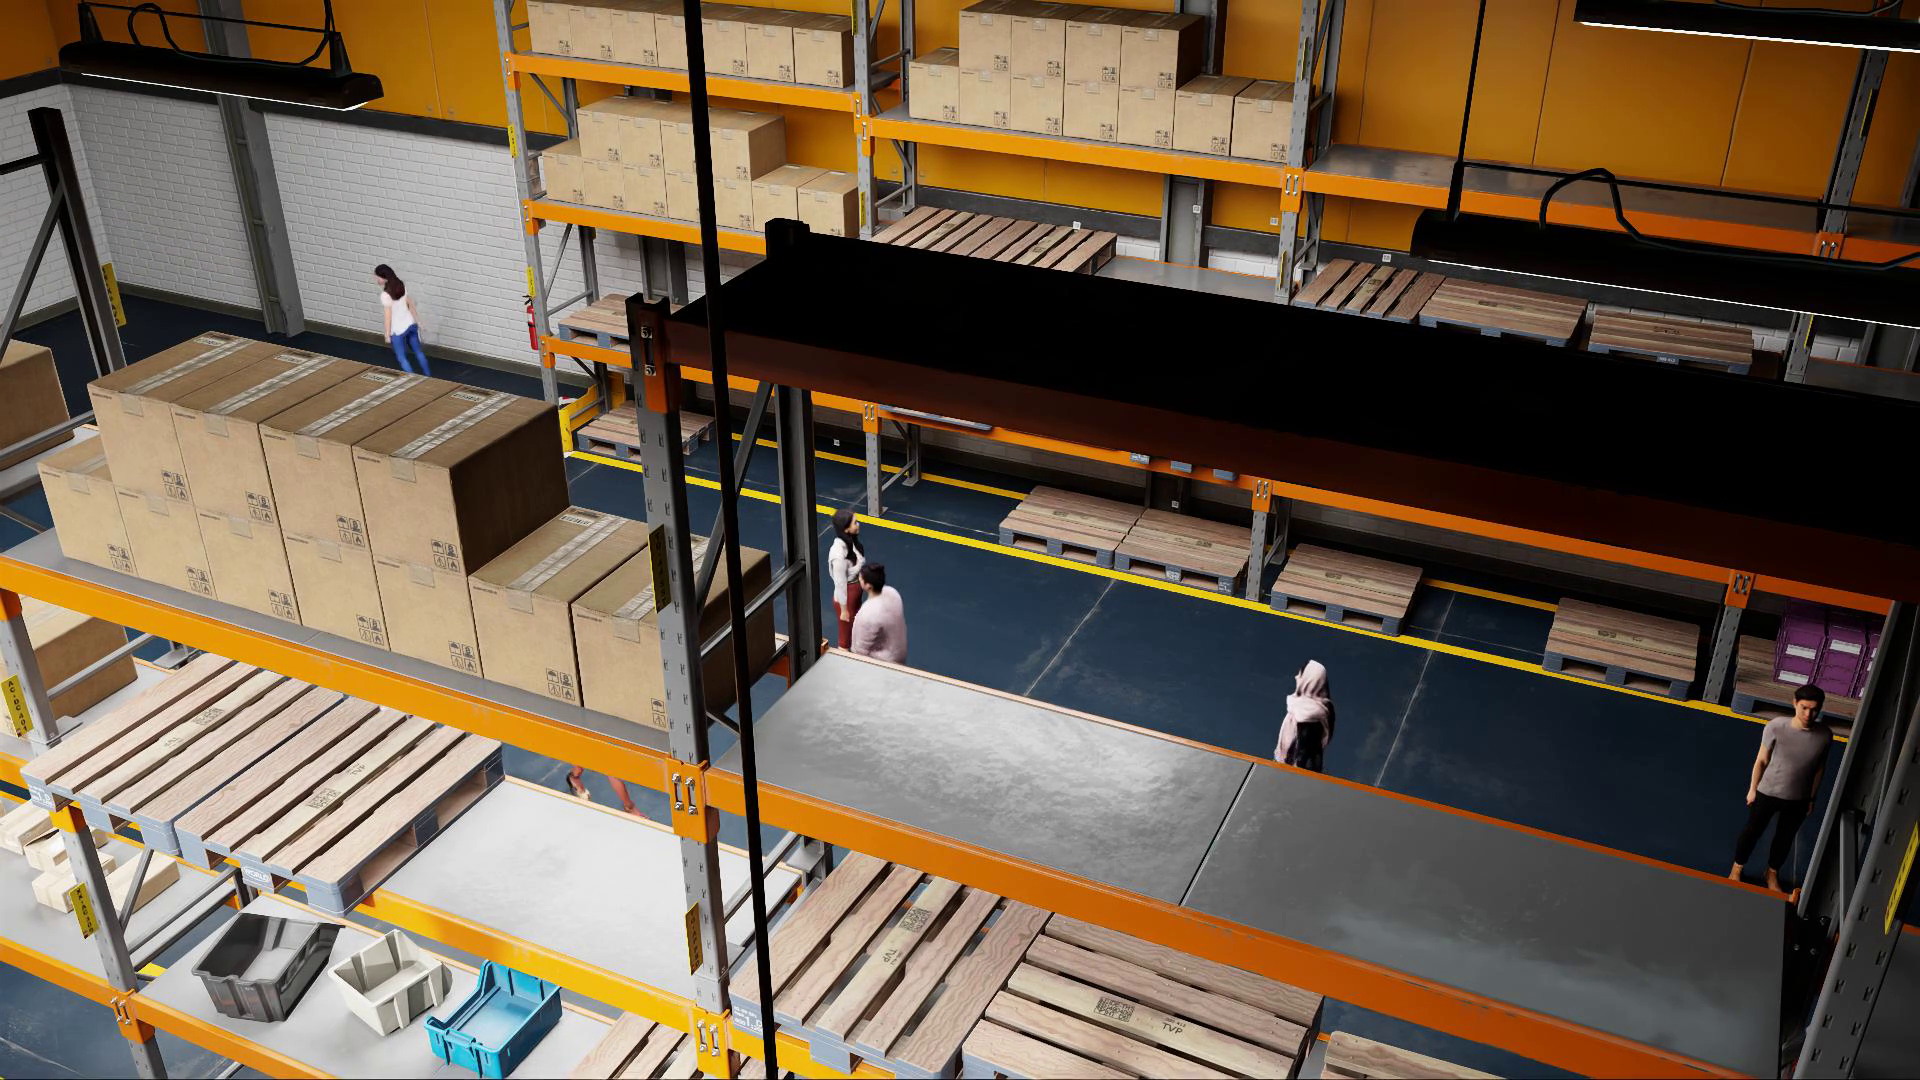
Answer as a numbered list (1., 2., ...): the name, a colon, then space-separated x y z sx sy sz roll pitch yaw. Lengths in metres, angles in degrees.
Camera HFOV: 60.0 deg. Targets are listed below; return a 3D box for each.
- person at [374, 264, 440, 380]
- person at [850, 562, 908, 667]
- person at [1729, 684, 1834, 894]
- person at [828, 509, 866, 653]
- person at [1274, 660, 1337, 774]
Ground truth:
1. person: -6.422 -2.436 19.354 0.606 1.652 0.833 16 32 26
2. person: -0.588 0.922 13.108 0.852 1.738 0.799 18 33 29
3. person: 5.760 1.738 11.627 0.518 1.724 0.701 7 29 13
4. person: -0.927 0.524 13.826 0.592 1.750 0.644 5 29 9
5. person: 2.537 1.598 11.989 0.902 1.623 0.730 6 29 11
